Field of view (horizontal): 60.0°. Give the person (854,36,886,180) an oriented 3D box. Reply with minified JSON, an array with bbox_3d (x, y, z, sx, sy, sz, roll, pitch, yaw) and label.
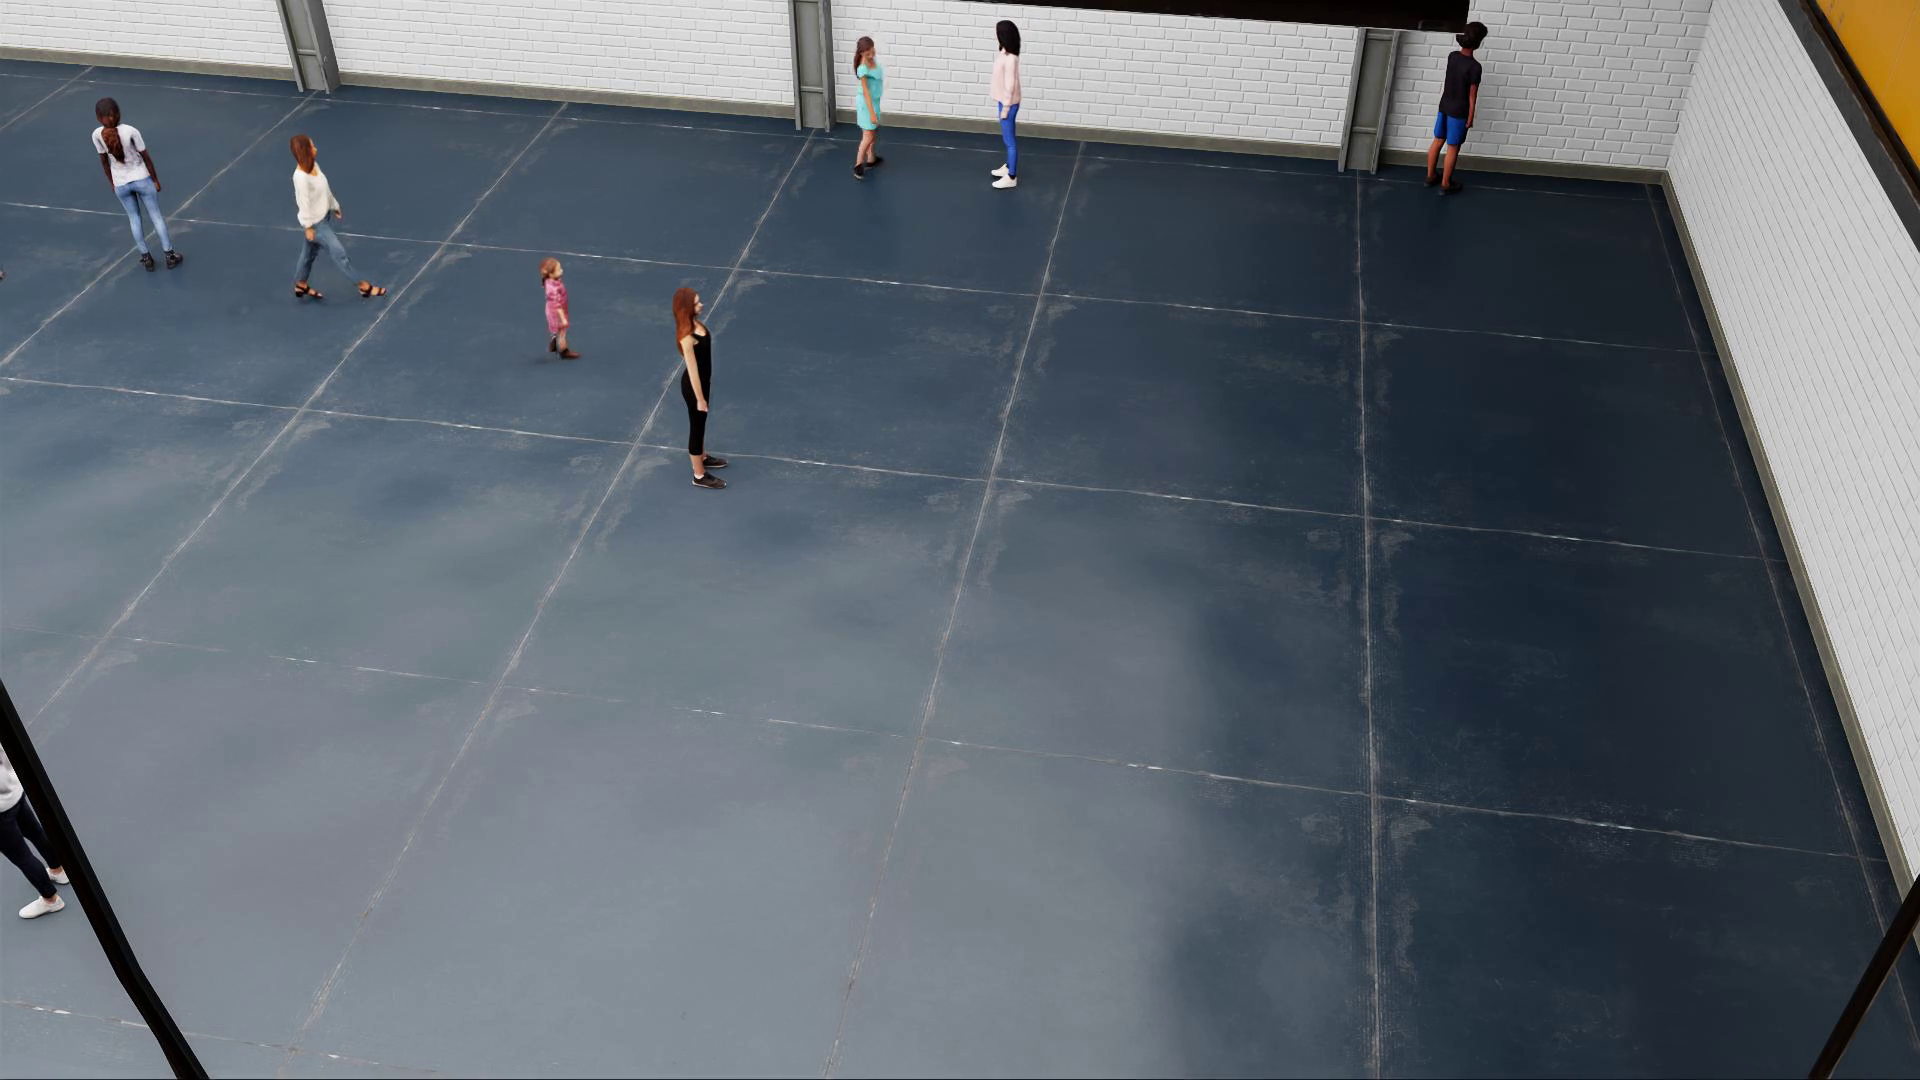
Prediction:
[{"bbox_3d":[-0.949,-4.582,17.401,0.560,1.538,0.715,-5,39,-6],"label":"person"}]

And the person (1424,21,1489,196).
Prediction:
[{"bbox_3d":[5.053,-4.412,16.981,0.738,1.795,0.683,-22,44,-25],"label":"person"}]

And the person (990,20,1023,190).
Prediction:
[{"bbox_3d":[0.501,-4.489,17.098,0.590,1.769,0.668,1,39,1],"label":"person"}]

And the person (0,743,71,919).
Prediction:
[{"bbox_3d":[-5.556,1.512,9.642,0.677,1.697,0.692,-7,39,-9],"label":"person"}]

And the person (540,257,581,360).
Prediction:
[{"bbox_3d":[-3.583,-2.026,14.620,0.573,1.014,0.517,-12,40,-14],"label":"person"}]

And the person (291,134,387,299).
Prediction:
[{"bbox_3d":[-5.970,-2.898,15.212,1.142,1.637,0.856,-6,39,-7],"label":"person"}]

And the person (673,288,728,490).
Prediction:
[{"bbox_3d":[-2.068,-1.210,13.027,0.573,1.726,0.606,-2,39,-2],"label":"person"}]

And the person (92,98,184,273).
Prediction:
[{"bbox_3d":[-7.820,-3.369,15.736,0.586,1.719,0.719,-8,39,-10],"label":"person"}]
